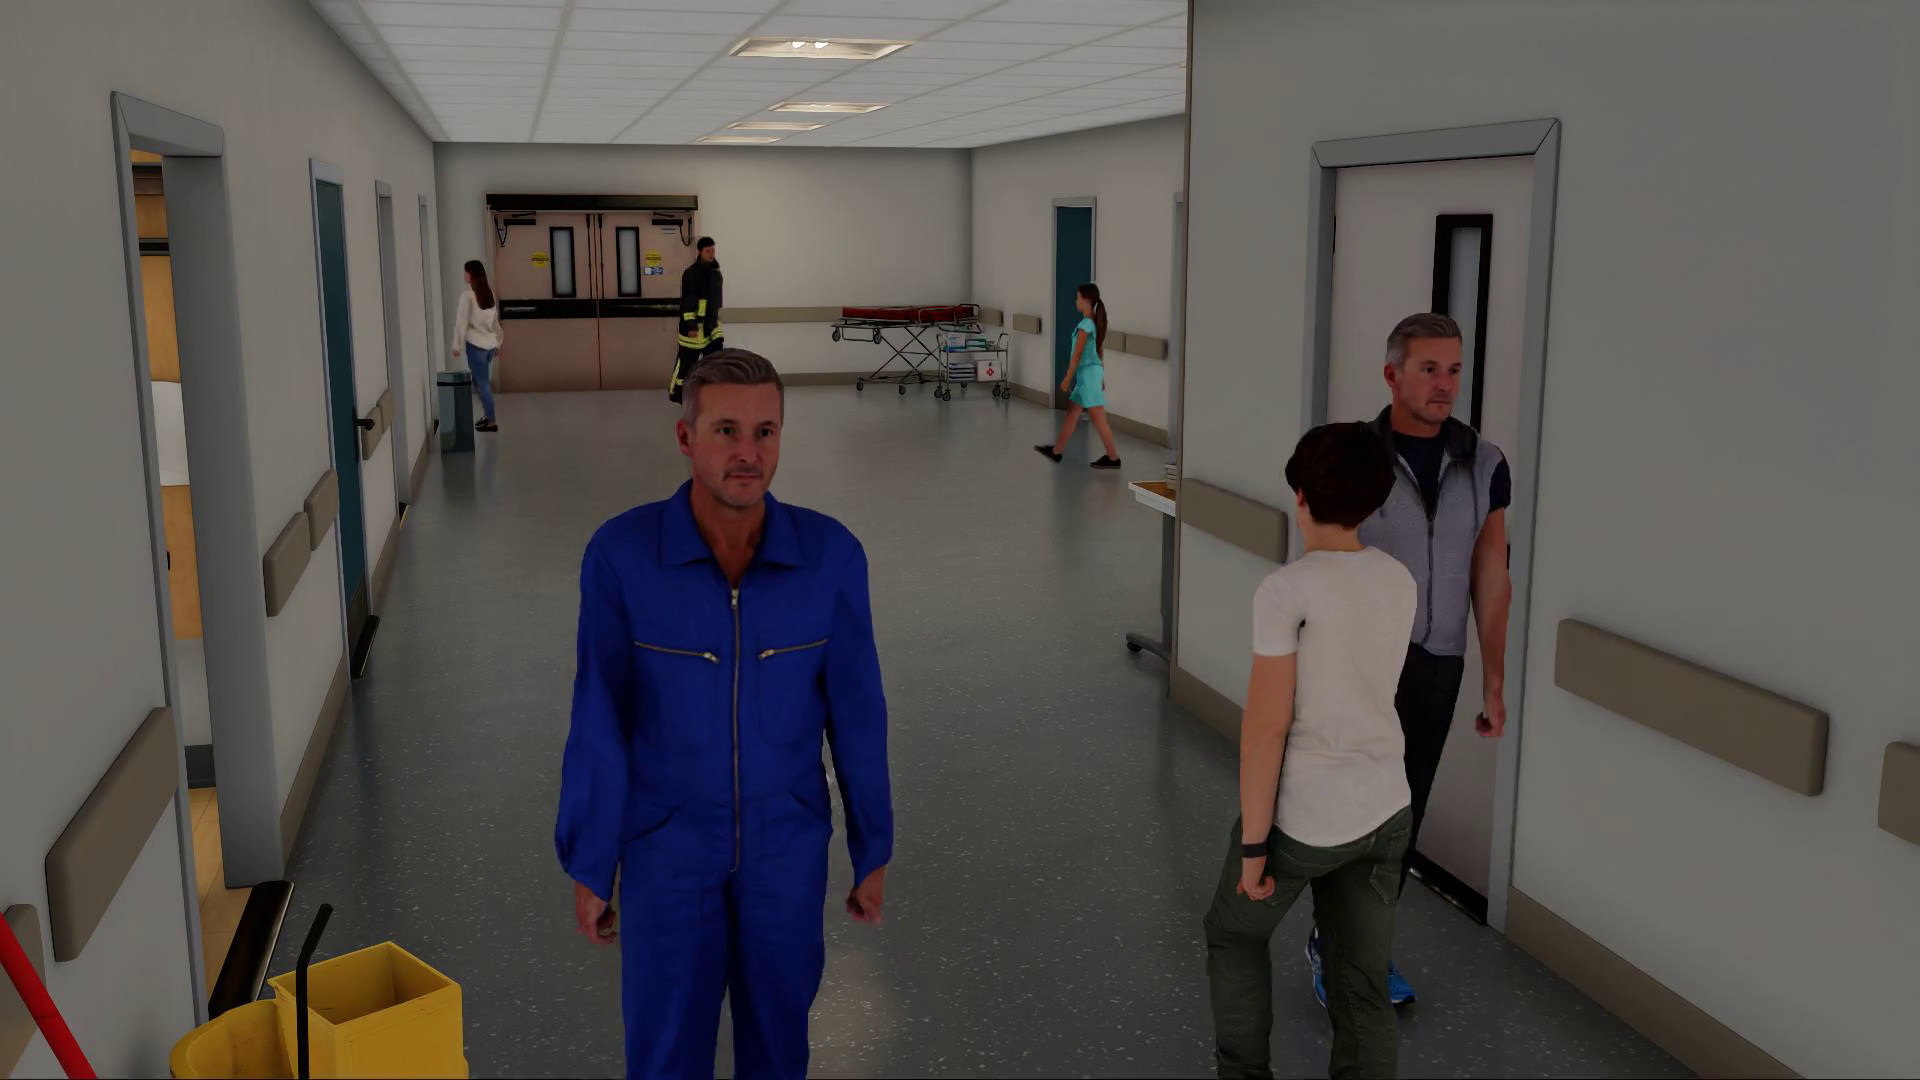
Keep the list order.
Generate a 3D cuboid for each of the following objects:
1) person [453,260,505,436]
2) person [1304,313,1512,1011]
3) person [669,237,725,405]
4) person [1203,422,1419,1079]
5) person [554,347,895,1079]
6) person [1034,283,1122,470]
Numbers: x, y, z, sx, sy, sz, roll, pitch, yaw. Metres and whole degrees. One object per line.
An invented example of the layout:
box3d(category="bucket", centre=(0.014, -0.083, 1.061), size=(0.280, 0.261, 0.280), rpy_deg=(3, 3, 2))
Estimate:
box3d(category="person", centre=(-4.585, -1.853, 16.131), size=(0.804, 1.680, 0.722), rpy_deg=(4, 12, 22))
box3d(category="person", centre=(1.094, 0.316, 4.350), size=(0.681, 1.810, 0.623), rpy_deg=(-3, 11, -15))
box3d(category="person", centre=(-2.942, -2.377, 18.415), size=(1.368, 1.857, 1.237), rpy_deg=(7, 13, 33))
box3d(category="person", centre=(0.790, 0.607, 3.313), size=(0.639, 1.624, 0.800), rpy_deg=(-5, 12, -24))
box3d(category="person", centre=(-0.456, 0.553, 3.087), size=(0.774, 1.815, 0.642), rpy_deg=(-4, 11, -18))
box3d(category="person", centre=(1.129, -1.315, 13.727), size=(1.006, 1.519, 1.013), rpy_deg=(4, 12, 22))
